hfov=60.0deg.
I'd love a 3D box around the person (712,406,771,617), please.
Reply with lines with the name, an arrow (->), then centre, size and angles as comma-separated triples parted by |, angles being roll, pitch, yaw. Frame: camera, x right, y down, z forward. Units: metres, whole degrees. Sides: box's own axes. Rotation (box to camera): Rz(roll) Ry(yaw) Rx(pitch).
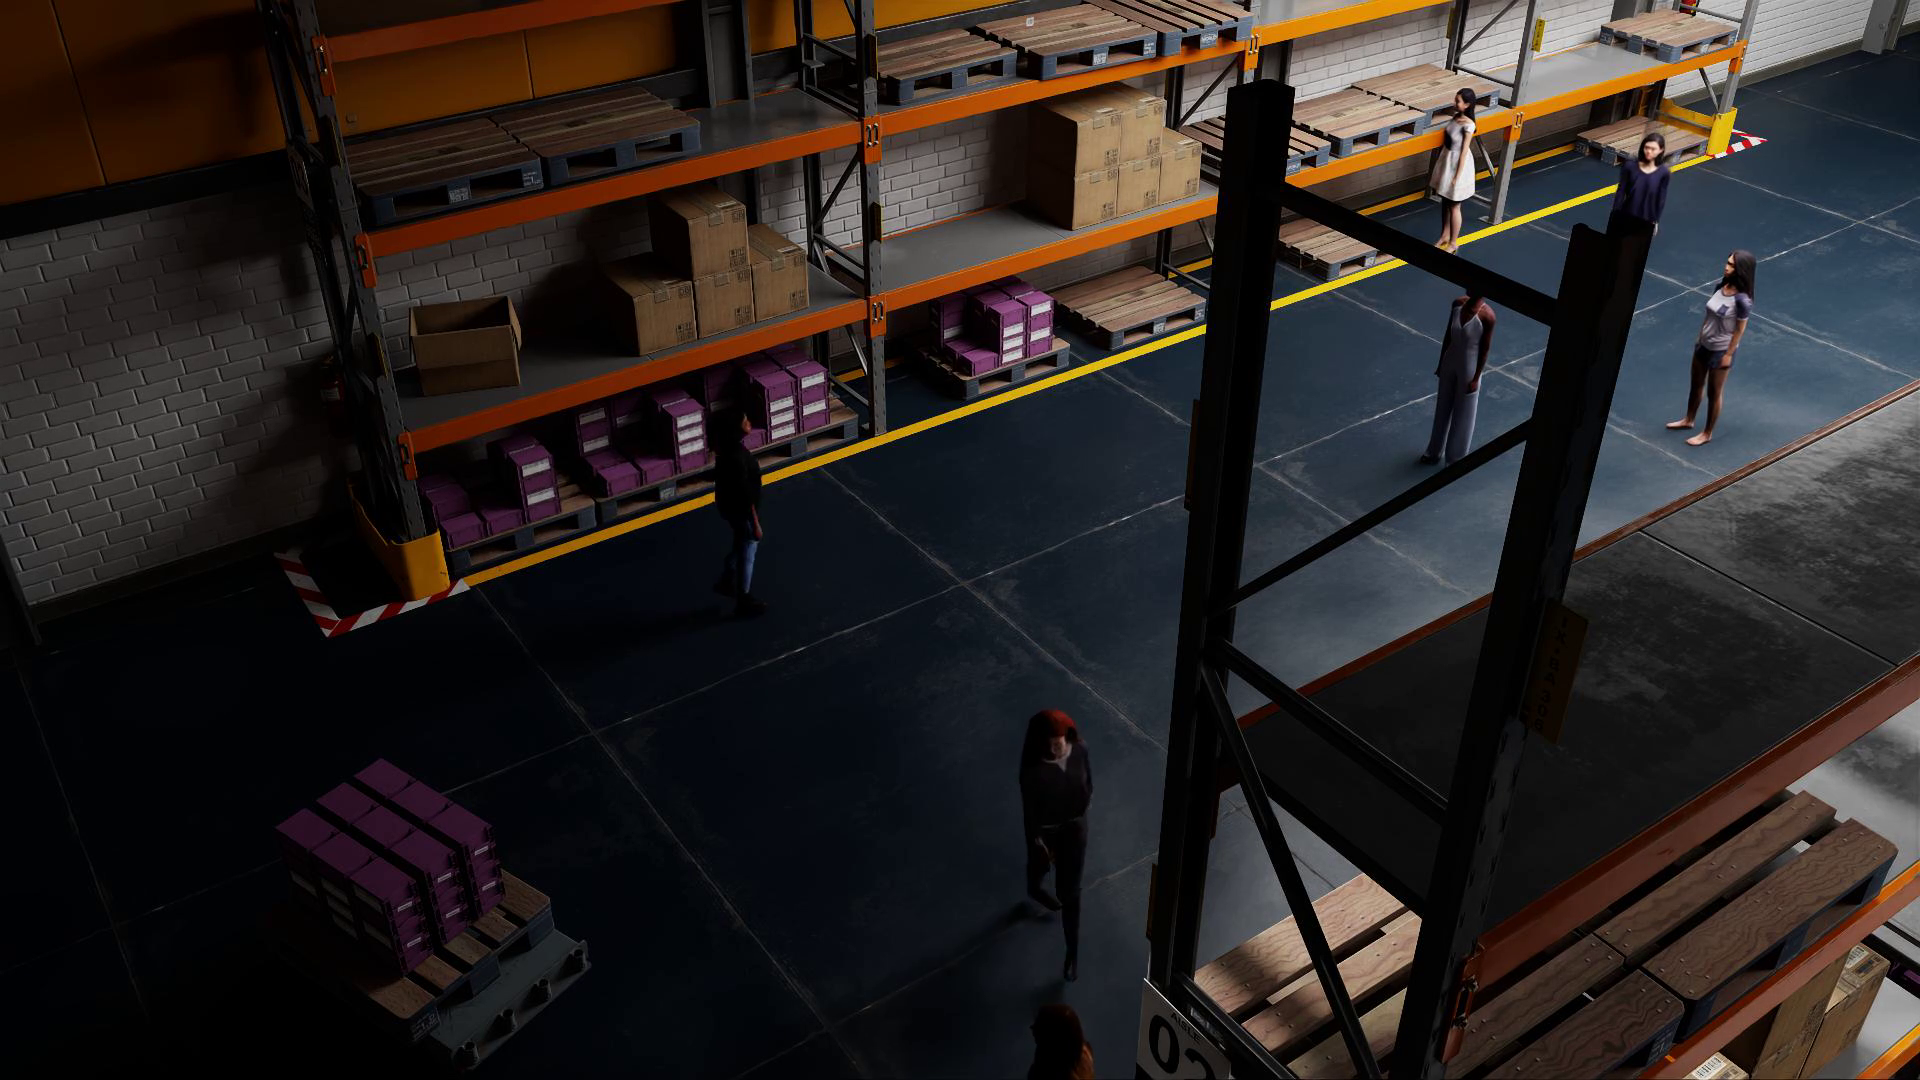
person -> -1.633, -0.170, 11.691 | 0.696, 1.691, 0.630 | -16, 37, -22

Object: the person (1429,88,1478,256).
person -> 5.054, -3.756, 17.016 | 0.794, 1.769, 0.774 | -4, 34, -5

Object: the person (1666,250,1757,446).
person -> 6.313, -1.618, 13.856 | 0.650, 1.706, 0.666 | -8, 34, -11

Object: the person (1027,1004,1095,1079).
person -> 0.475, 2.686, 7.380 | 0.746, 1.708, 0.670 | 9, 35, 14

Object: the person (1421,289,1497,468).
person -> 4.046, -1.362, 13.401 | 0.465, 1.784, 0.565 | -22, 39, -29

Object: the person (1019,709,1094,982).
person -> 0.508, 1.523, 9.124 | 1.060, 1.715, 0.918 | -15, 36, -21

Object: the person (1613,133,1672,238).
person -> 6.583, -3.146, 16.144 | 0.852, 1.718, 0.998 | 15, 37, 22
